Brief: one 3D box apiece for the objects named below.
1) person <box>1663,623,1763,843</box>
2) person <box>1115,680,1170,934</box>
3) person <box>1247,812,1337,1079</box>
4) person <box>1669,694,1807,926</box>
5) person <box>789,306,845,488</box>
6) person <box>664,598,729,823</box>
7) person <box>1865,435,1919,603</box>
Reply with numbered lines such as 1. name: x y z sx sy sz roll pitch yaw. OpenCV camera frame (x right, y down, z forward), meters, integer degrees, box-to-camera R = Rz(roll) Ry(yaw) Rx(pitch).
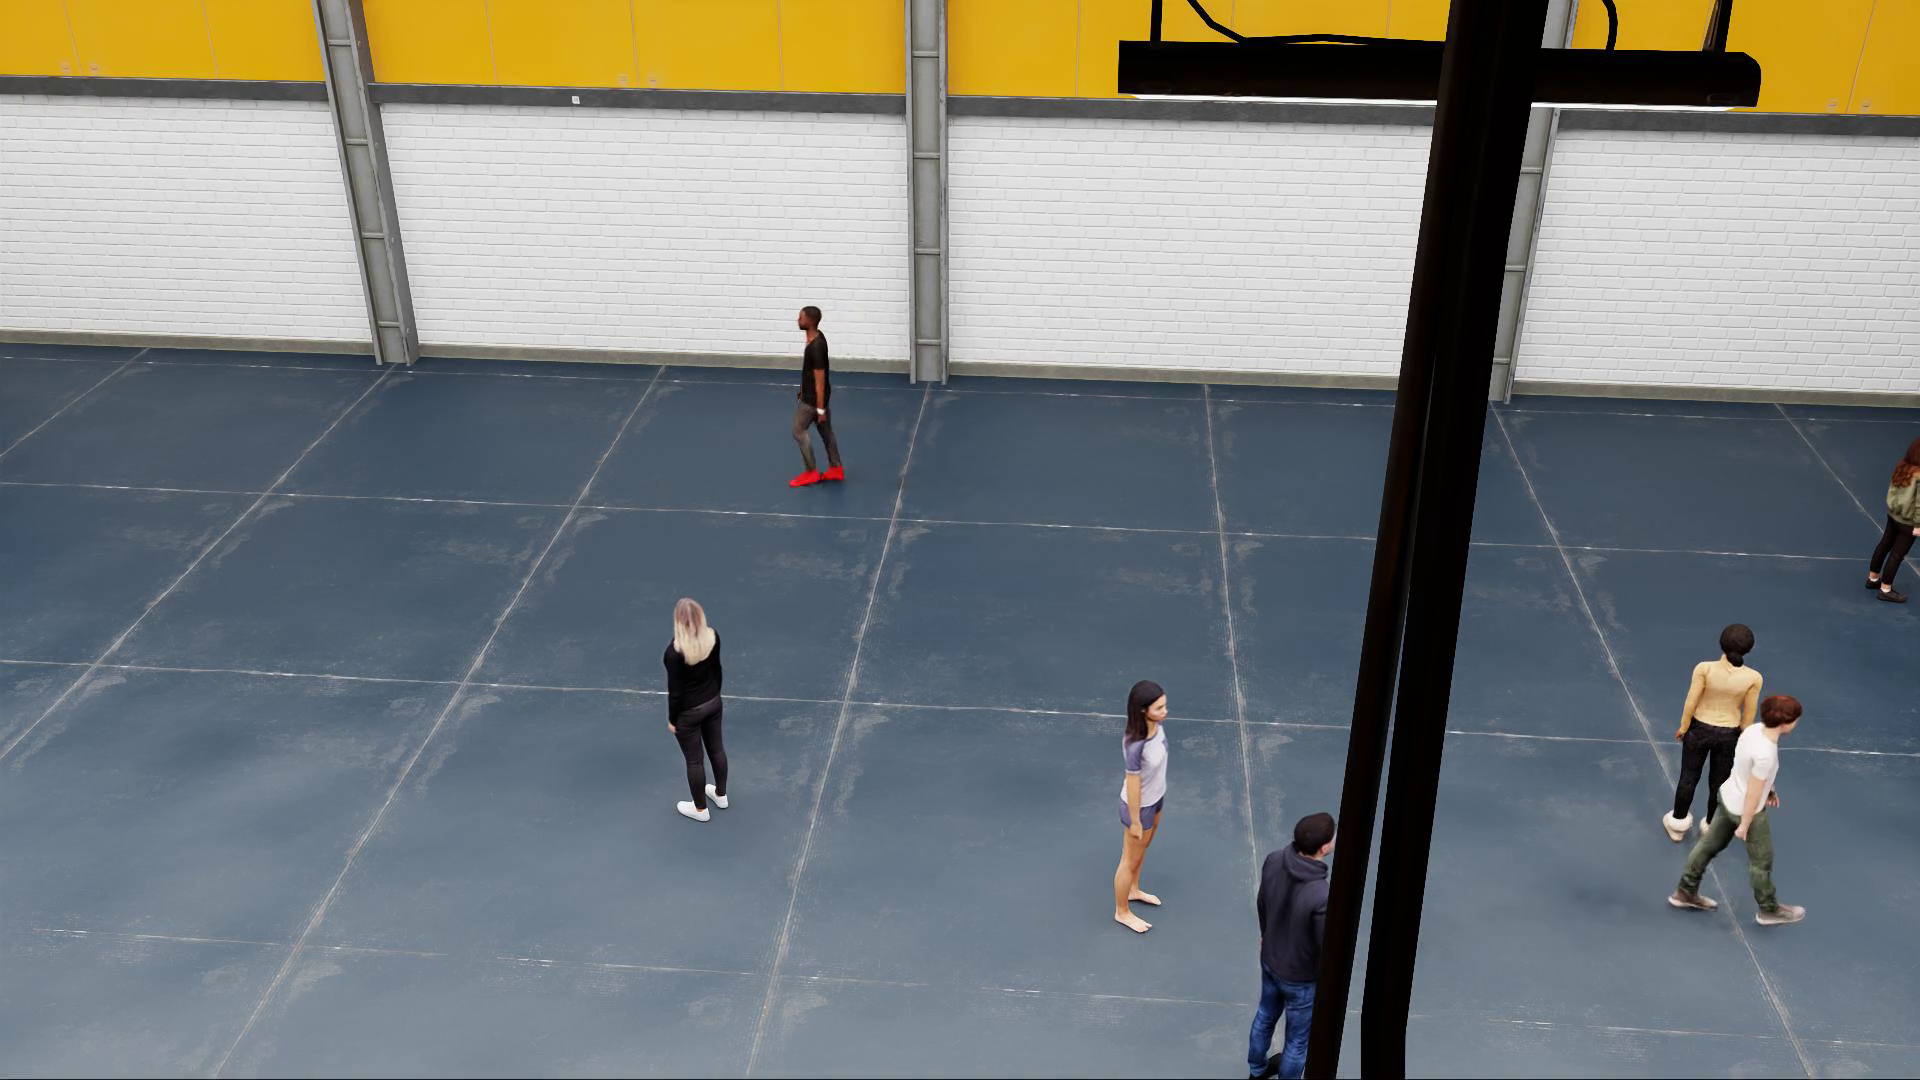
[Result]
1. person: 4.952 1.269 10.918 0.573 1.660 0.710 10 30 18
2. person: 1.119 1.606 10.223 0.601 1.734 0.643 11 31 20
3. person: 1.774 2.248 8.879 0.781 1.892 0.759 -17 33 -28
4. person: 4.738 1.647 10.262 1.000 1.624 0.586 5 29 8
5. person: -1.250 -1.337 15.563 0.758 1.786 0.683 1 29 1
6. person: -1.753 1.133 11.138 0.721 1.687 0.689 23 36 36
7. person: 7.844 -0.204 13.809 0.529 1.476 0.597 0 29 0
